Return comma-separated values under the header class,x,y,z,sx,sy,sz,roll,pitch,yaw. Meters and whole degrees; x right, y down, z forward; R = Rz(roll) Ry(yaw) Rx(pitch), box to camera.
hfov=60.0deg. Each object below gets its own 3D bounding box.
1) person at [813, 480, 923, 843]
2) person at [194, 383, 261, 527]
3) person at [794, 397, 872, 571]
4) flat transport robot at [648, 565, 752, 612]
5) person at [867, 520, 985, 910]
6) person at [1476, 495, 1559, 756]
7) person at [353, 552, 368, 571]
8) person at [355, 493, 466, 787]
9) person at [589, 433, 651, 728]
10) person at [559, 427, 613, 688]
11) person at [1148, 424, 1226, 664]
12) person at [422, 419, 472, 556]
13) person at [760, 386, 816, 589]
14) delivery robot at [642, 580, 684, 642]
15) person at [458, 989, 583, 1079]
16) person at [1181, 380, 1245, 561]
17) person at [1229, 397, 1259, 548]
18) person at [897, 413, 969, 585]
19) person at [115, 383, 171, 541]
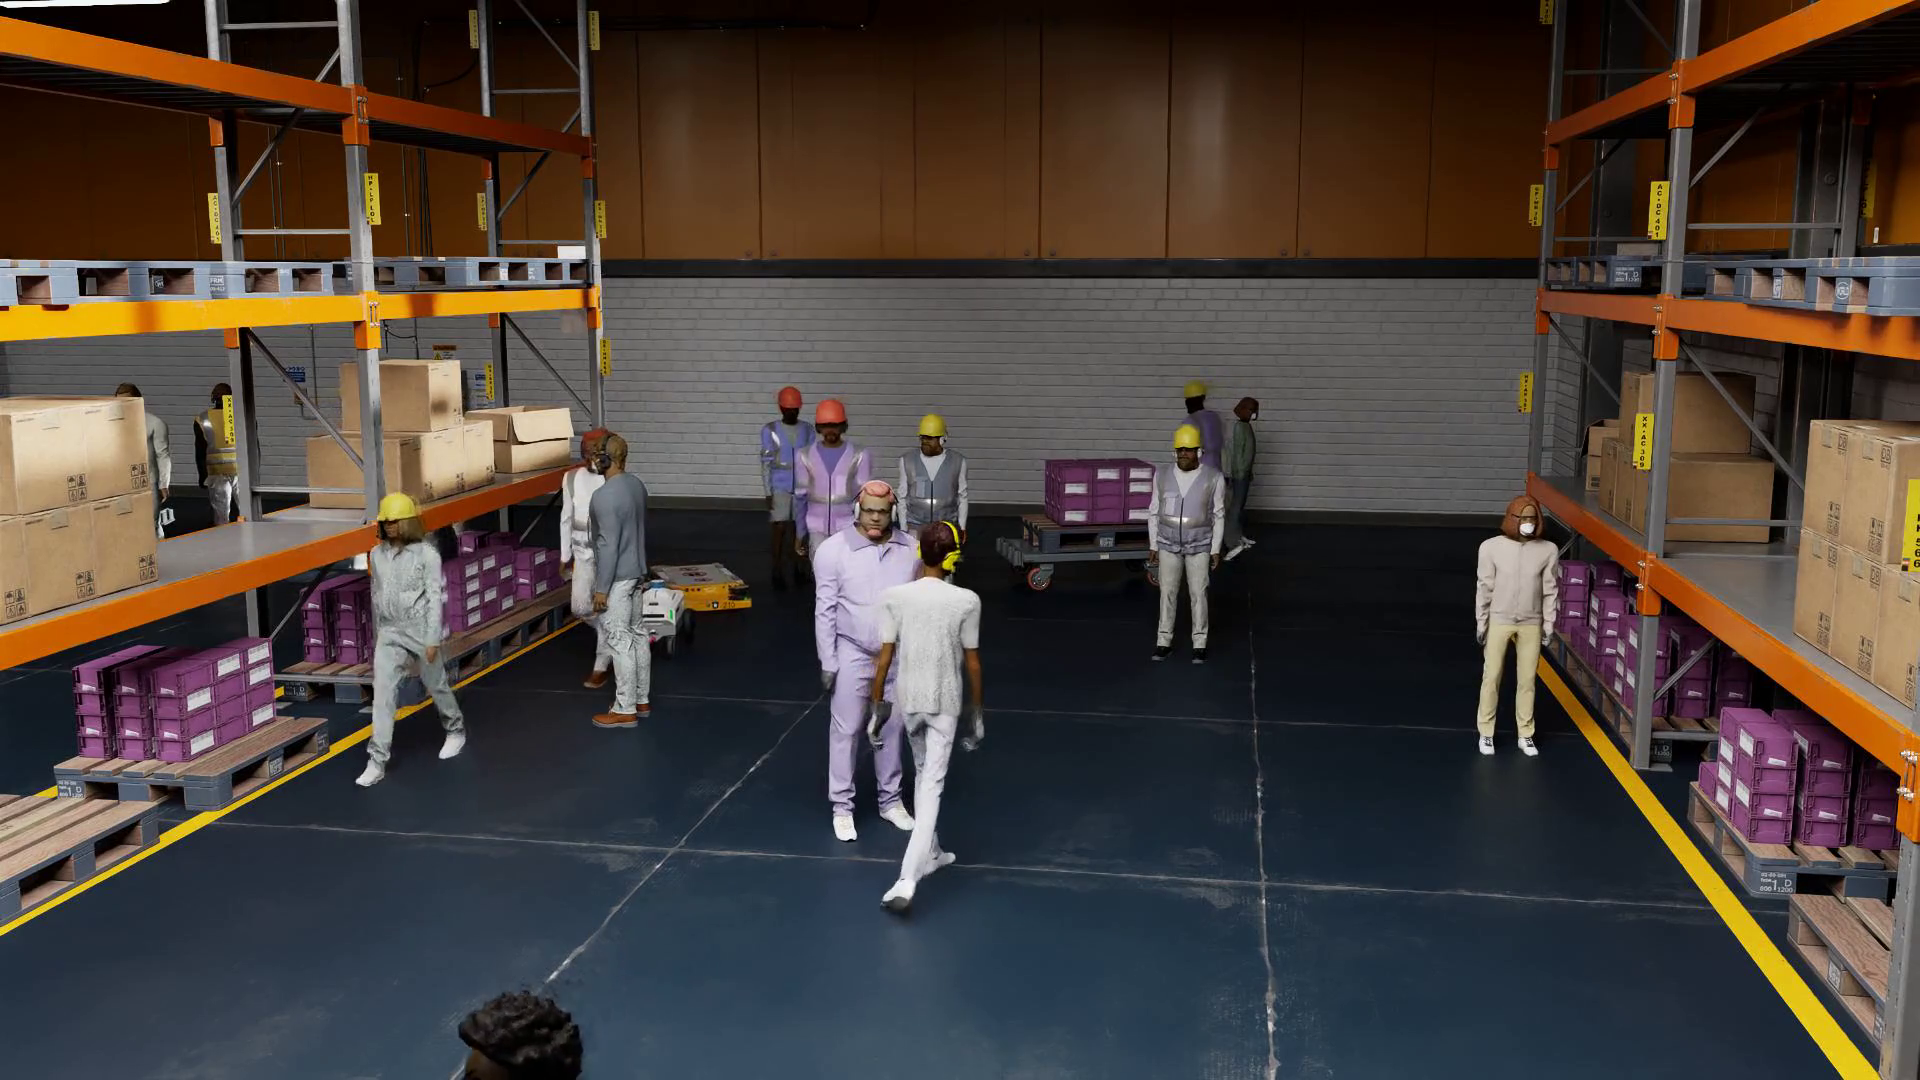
class,x,y,z,sx,sy,sz,roll,pitch,yaw
person,-0.452,0.629,8.801,0.637,1.904,0.403,-5,10,-27
person,-7.539,-0.697,17.157,0.619,1.845,0.430,-5,10,-28
person,-0.981,-0.110,12.977,0.611,2.026,0.586,1,9,4
flat transport robot,-2.384,0.417,15.116,0.652,0.197,1.431,-4,10,-21
person,-0.175,0.823,7.909,0.562,1.827,0.910,4,10,22
person,3.429,0.528,10.270,0.496,1.629,0.277,1,9,3
person,-5.743,-0.644,16.694,0.606,1.888,0.903,8,12,41
person,-3.281,0.547,9.937,0.504,1.696,0.912,2,10,14
person,-2.243,0.263,10.939,0.354,1.937,0.635,2,9,11
person,-2.606,0.108,12.095,0.600,1.871,0.648,2,10,15
person,1.717,0.031,12.696,0.588,1.833,0.404,3,10,18
person,-4.765,-0.427,15.317,0.621,1.906,0.734,4,10,22
person,-1.601,-0.493,15.667,0.551,1.922,0.432,-4,10,-24
delivery robot,-2.376,0.556,13.099,0.477,0.478,0.707,0,9,-3
person,-0.835,1.656,3.239,0.532,1.645,0.892,9,13,44
person,2.550,-0.720,17.256,1.057,1.866,0.601,8,12,39
person,3.082,-0.738,18.048,0.278,1.633,0.498,3,10,20
person,-0.224,-0.135,13.734,0.592,1.828,0.404,0,9,0
person,-7.819,-0.521,15.775,0.635,1.938,0.359,-1,9,-7
